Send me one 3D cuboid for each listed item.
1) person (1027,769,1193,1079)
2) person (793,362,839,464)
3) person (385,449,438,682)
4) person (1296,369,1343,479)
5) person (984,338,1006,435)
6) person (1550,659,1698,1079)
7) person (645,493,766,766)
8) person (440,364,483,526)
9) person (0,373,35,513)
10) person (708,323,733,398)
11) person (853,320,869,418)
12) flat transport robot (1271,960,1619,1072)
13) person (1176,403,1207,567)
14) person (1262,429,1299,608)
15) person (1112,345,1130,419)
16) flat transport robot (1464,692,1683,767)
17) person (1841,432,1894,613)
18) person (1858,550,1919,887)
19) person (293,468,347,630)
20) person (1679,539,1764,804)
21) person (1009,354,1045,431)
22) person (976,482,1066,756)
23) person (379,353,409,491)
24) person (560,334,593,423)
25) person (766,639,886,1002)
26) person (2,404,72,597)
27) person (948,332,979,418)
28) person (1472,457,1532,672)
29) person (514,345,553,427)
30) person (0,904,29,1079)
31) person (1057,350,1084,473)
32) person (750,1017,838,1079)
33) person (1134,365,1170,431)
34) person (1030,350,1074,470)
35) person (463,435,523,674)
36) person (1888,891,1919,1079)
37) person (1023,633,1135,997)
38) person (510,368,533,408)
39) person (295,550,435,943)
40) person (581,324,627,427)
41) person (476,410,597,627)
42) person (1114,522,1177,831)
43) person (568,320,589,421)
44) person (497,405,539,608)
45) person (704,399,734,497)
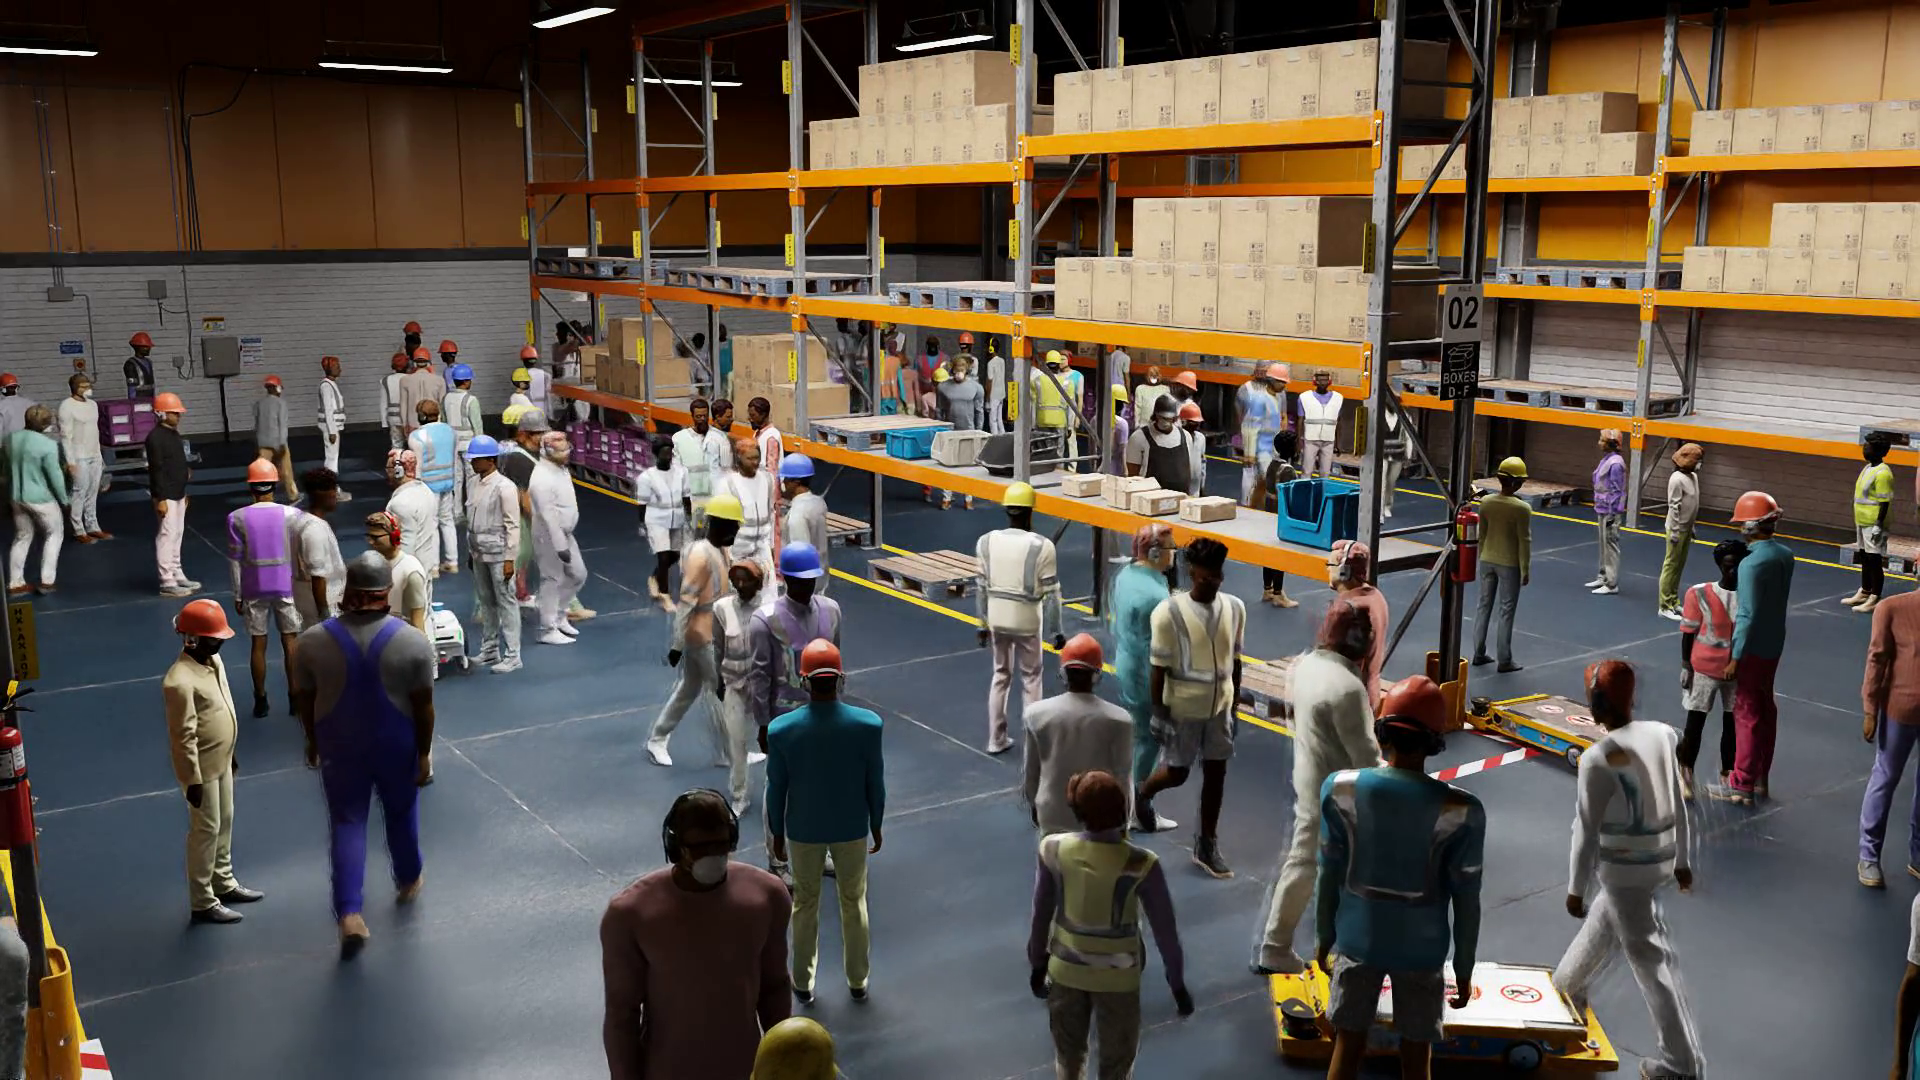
[{"bbox_3d":[0.552,1.681,6.328,0.621,1.628,0.346,6,12,27],"label":"person"},{"bbox_3d":[-2.143,-2.040,24.911,0.913,1.798,0.523,4,12,19],"label":"person"},{"bbox_3d":[-4.309,0.236,12.986,0.408,1.906,0.652,-1,11,-3],"label":"person"},{"bbox_3d":[4.420,-1.194,20.477,0.585,1.842,0.379,-1,11,-6],"label":"person"},{"bbox_3d":[0.519,-2.131,25.229,0.323,1.862,0.512,5,12,25],"label":"person"},{"bbox_3d":[2.857,1.406,7.222,0.636,1.812,1.018,-8,14,-37],"label":"person"},{"bbox_3d":[-1.770,0.616,11.179,0.830,1.869,0.598,0,11,-2],"label":"person"},{"bbox_3d":[-5.893,-1.118,19.810,0.605,1.948,0.390,6,13,29],"label":"person"},{"bbox_3d":[-11.806,-1.208,20.768,0.330,1.751,0.564,5,12,25],"label":"person"},{"bbox_3d":[-4.124,-2.883,29.167,0.576,1.834,0.382,-2,11,-9],"label":"person"},{"bbox_3d":[-1.717,-3.089,30.192,0.429,1.847,0.635,-4,12,-19],"label":"person"},{"bbox_3d":[2.158,2.124,7.522,1.431,0.197,0.652,1,11,6],"label":"flat transport robot"},{"bbox_3d":[2.407,-0.585,17.612,0.569,1.742,0.350,-8,14,-36],"label":"person"},{"bbox_3d":[3.059,-0.206,15.791,0.316,1.695,0.541,-2,11,-9],"label":"person"},{"bbox_3d":[2.533,-2.361,26.478,0.357,1.835,0.516,-8,14,-37],"label":"person"},{"bbox_3d":[4.277,1.328,11.599,0.652,0.197,1.431,-5,12,-26],"label":"flat transport robot"},{"bbox_3d":[8.521,-0.162,15.561,0.317,1.695,0.540,2,11,11],"label":"person"},{"bbox_3d":[5.287,0.945,9.130,0.617,1.993,0.396,1,11,7],"label":"person"},{"bbox_3d":[-4.486,0.460,11.767,0.411,1.953,0.648,-5,12,-26],"label":"person"},{"bbox_3d":[4.811,0.826,10.507,0.535,1.697,0.318,2,11,9],"label":"person"},{"bbox_3d":[0.947,-1.717,23.003,0.413,1.908,0.618,-10,15,-42],"label":"person"},{"bbox_3d":[0.404,0.563,11.301,0.624,1.914,0.413,6,13,29],"label":"person"},{"bbox_3d":[-7.470,-1.567,22.306,0.593,1.875,0.366,1,11,4],"label":"person"},{"bbox_3d":[-5.869,-2.260,25.894,0.647,1.853,0.559,-10,15,-42],"label":"person"},{"bbox_3d":[-0.631,1.323,7.848,0.563,1.743,0.350,-1,11,-6],"label":"person"},{"bbox_3d":[-8.992,-0.379,16.158,0.660,1.898,0.474,3,12,17],"label":"person"},{"bbox_3d":[0.082,-2.204,25.428,0.543,1.929,0.385,9,14,38],"label":"person"},{"bbox_3d":[4.441,0.196,13.570,0.339,1.762,0.525,-6,13,-30],"label":"person"},{"bbox_3d":[-5.925,-1.760,23.238,0.542,1.905,0.835,-9,14,-39],"label":"person"},{"bbox_3d":[-3.310,1.803,5.449,0.552,1.727,0.372,2,11,11],"label":"person"},{"bbox_3d":[1.473,-1.742,23.268,0.565,1.846,0.390,8,14,37],"label":"person"},{"bbox_3d":[-0.428,2.037,4.228,0.490,1.730,0.321,3,11,14],"label":"person"},{"bbox_3d":[2.671,-1.615,23.167,0.497,1.633,0.289,0,11,2],"label":"person"},{"bbox_3d":[1.223,-1.566,22.195,0.581,1.919,0.391,1,11,4],"label":"person"},{"bbox_3d":[-3.810,0.108,13.537,0.607,1.948,0.389,9,14,38],"label":"person"},{"bbox_3d":[3.294,1.752,5.388,0.504,1.847,0.345,9,14,38],"label":"person"},{"bbox_3d":[0.585,1.294,8.117,0.565,1.695,0.923,3,11,14],"label":"person"},{"bbox_3d":[-5.592,-1.321,21.318,0.316,1.769,0.525,0,11,1],"label":"person"},{"bbox_3d":[-3.065,1.020,8.633,0.686,2.000,0.987,-3,11,-13],"label":"person"},{"bbox_3d":[-5.686,-2.501,26.652,0.908,2.000,0.699,-2,11,-9],"label":"person"},{"bbox_3d":[-3.910,-0.226,15.010,1.045,2.000,0.685,0,11,0],"label":"person"},{"bbox_3d":[1.140,0.826,9.986,0.424,1.894,0.671,-1,11,-7],"label":"person"},{"bbox_3d":[-6.513,-2.802,28.483,0.374,1.933,0.625,1,11,3],"label":"person"},{"bbox_3d":[-4.186,-0.319,15.773,0.370,1.929,0.585,-6,12,-27],"label":"person"},{"bbox_3d":[-2.407,-0.458,16.545,0.401,1.909,0.599,0,11,-2],"label":"person"}]
